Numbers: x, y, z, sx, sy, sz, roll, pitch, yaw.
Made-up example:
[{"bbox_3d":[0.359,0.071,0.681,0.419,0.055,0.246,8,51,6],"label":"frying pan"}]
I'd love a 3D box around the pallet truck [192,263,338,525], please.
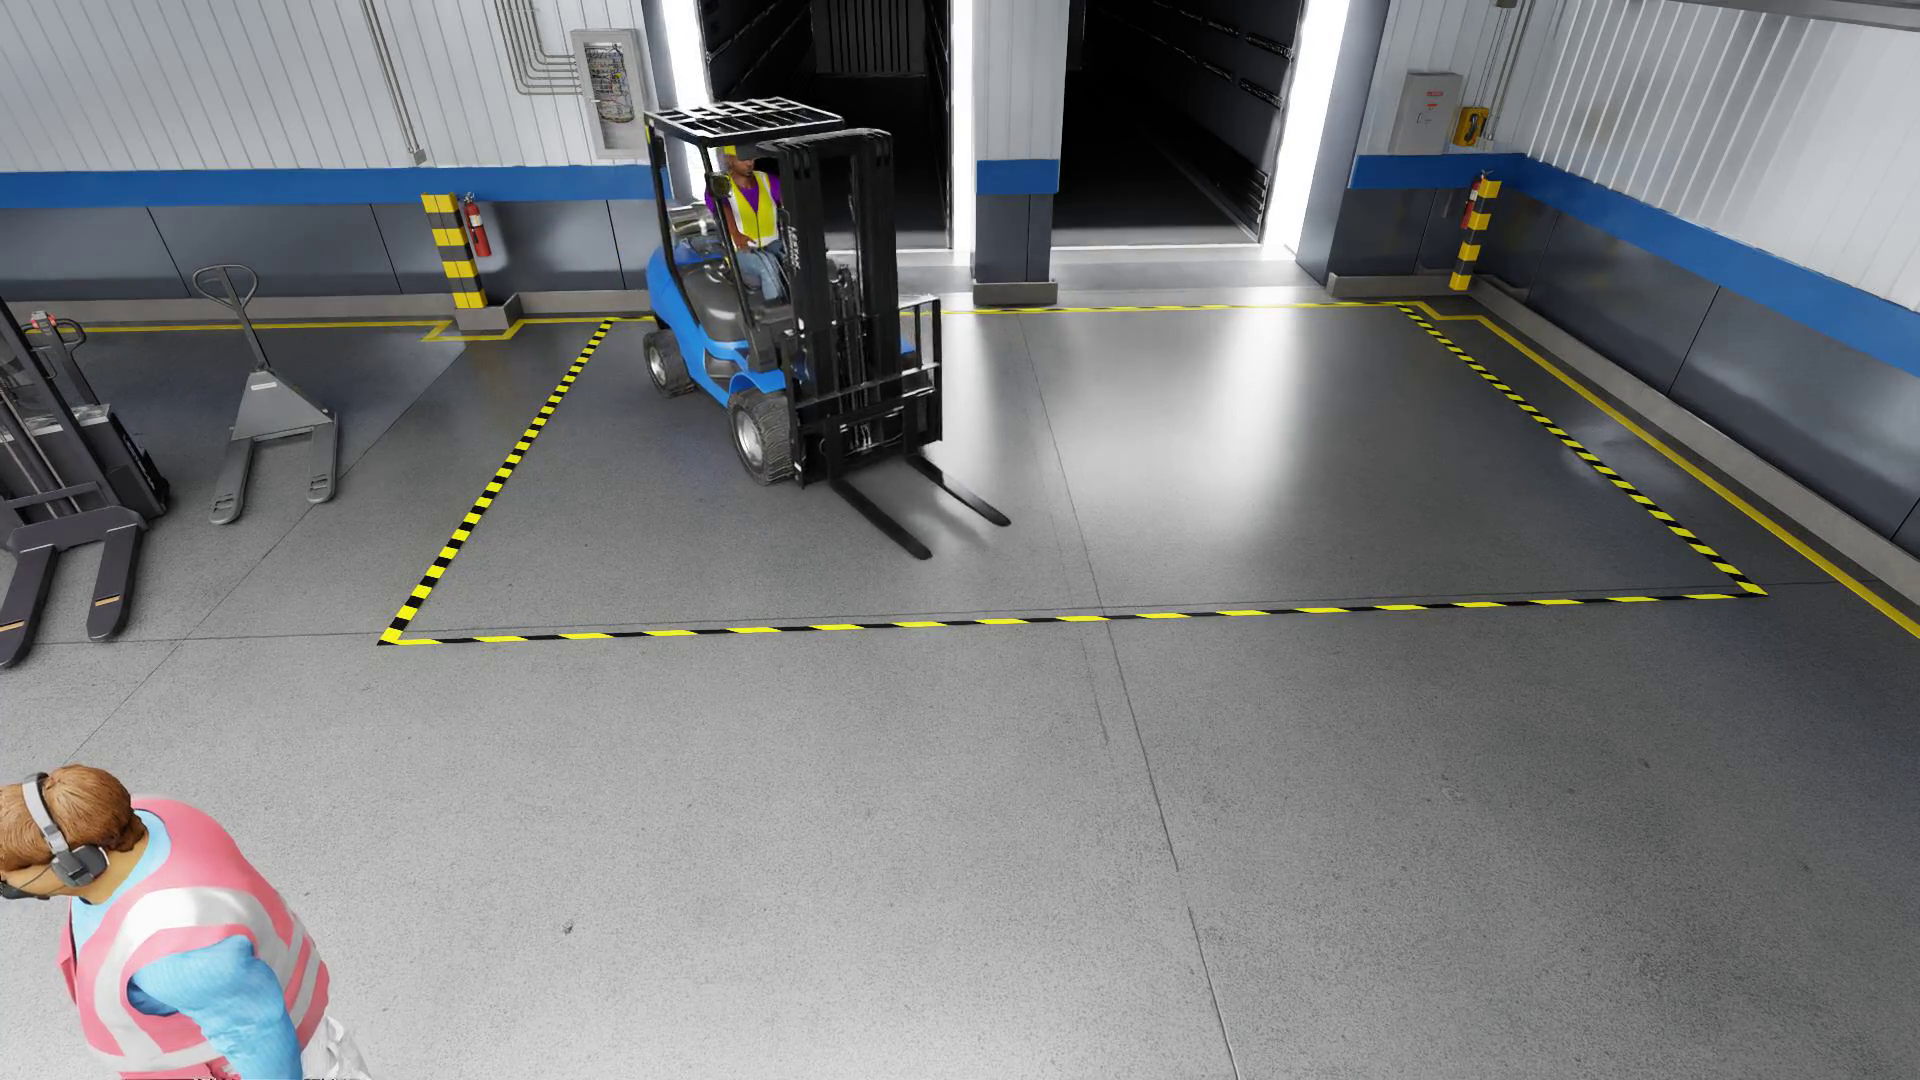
[{"bbox_3d":[-4.778,-1.027,6.128,0.680,1.201,1.601,-17,38,-23],"label":"pallet truck"}]

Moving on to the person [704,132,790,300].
[{"bbox_3d":[-1.319,-2.059,6.310,0.635,1.293,1.004,-22,41,-29],"label":"person"}]

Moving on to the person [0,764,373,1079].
[{"bbox_3d":[-1.843,1.239,2.345,0.623,1.843,0.431,28,44,34],"label":"person"}]

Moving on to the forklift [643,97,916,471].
[{"bbox_3d":[-1.348,-1.935,6.460,1.157,2.036,2.680,-22,41,-29],"label":"forklift"}]

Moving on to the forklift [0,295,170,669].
[{"bbox_3d":[-5.212,-0.618,4.878,0.823,1.965,1.885,-20,39,-26],"label":"forklift"}]
